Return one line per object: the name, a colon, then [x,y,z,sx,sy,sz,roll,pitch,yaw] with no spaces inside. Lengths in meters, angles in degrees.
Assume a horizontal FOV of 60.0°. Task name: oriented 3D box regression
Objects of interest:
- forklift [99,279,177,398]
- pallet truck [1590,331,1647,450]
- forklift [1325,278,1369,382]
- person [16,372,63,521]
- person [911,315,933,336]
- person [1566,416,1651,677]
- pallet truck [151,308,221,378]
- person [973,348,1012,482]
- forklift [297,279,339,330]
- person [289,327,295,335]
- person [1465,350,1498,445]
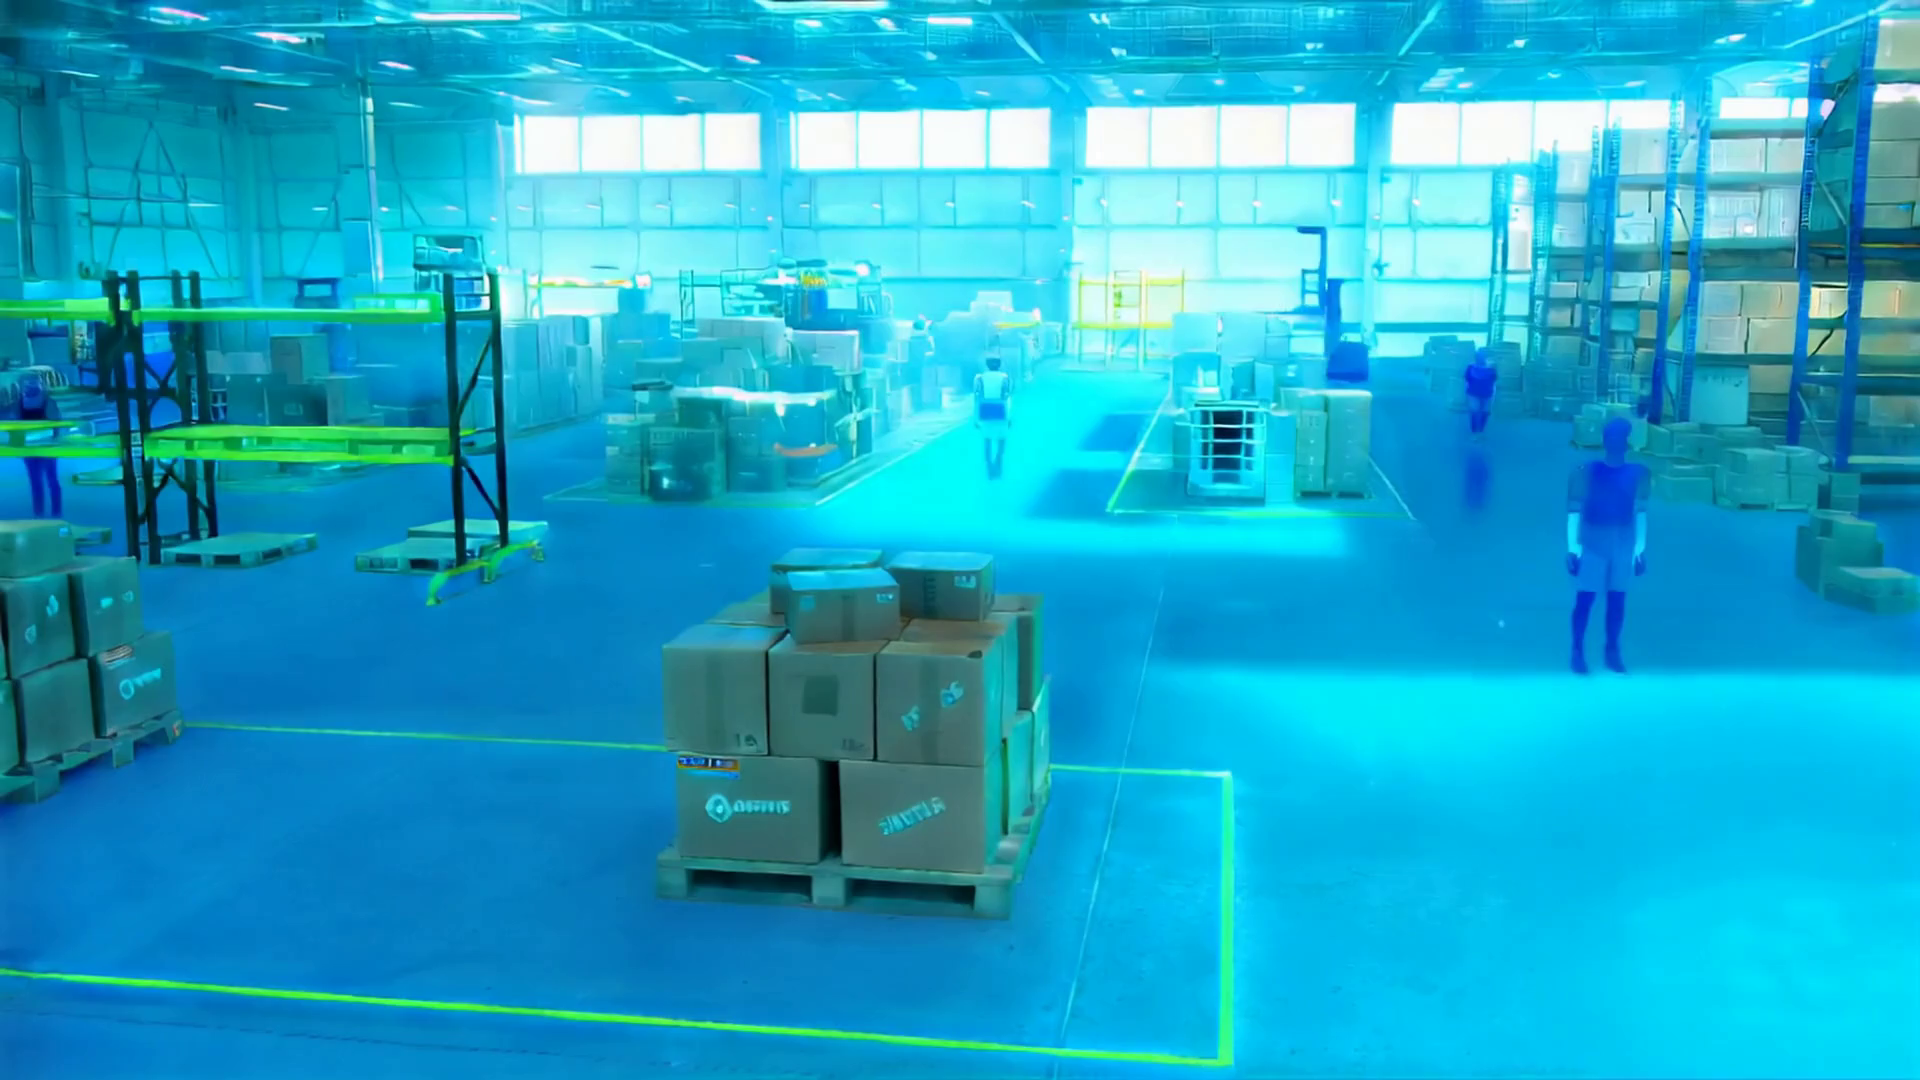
forklift: [-19.606,-4.720,39.027,1.873,2.768,1.129,1,9,9]
pallet truck: [11.253,-2.573,28.499,0.823,1.965,1.885,5,10,27]
forklift: [10.119,-5.703,45.089,1.873,2.768,1.129,1,9,9]
person: [-10.897,-1.072,19.709,0.514,1.843,0.328,-1,9,-4]
person: [-0.992,-4.984,43.768,0.597,1.887,0.986,3,10,18]
person: [4.826,0.053,12.395,0.613,1.963,0.362,0,9,-2]
pallet truck: [-21.869,-5.598,47.154,0.823,1.965,1.885,4,10,26]
person: [0.467,-1.793,23.892,0.579,1.926,0.387,1,9,7]
forklift: [-16.088,-5.182,41.871,1.129,2.768,1.873,-1,9,-8]
person: [-16.918,-4.657,42.579,0.568,1.599,0.709,2,9,13]
person: [9.148,-2.519,29.223,0.531,1.658,0.884,1,9,7]
